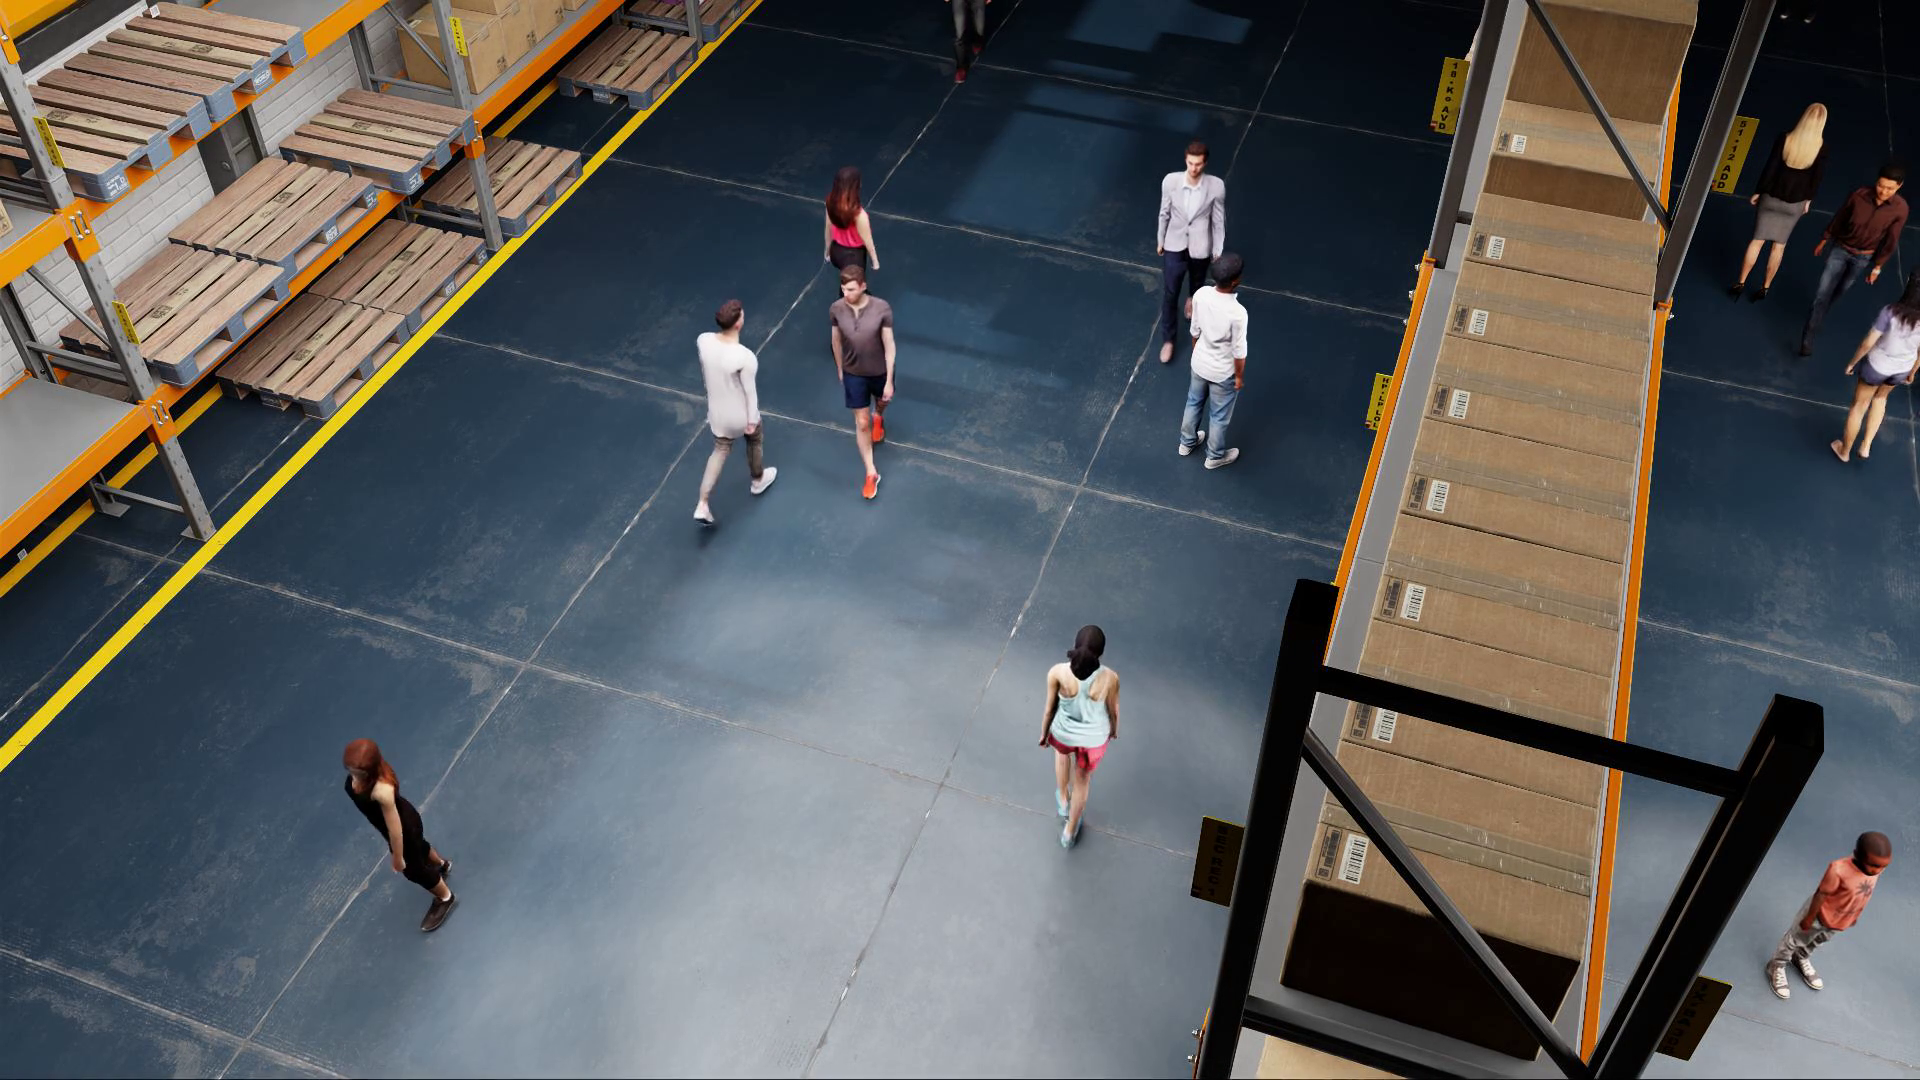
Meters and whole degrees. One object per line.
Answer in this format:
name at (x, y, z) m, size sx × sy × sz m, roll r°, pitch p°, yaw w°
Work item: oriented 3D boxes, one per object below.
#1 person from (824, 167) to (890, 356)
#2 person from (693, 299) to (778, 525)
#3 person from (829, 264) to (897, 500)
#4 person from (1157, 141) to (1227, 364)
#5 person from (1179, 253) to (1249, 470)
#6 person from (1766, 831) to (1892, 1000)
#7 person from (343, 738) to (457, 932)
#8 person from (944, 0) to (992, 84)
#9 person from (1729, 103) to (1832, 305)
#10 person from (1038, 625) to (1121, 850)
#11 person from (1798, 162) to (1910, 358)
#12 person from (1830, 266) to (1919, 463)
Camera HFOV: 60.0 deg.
person at (-0.939, -2.192, 13.274) m, size 1.082 × 1.626 × 0.868 m, roll -34°, pitch 53°, yaw -30°
person at (-1.655, -0.877, 11.762) m, size 0.770 × 1.807 × 1.162 m, roll 19°, pitch 47°, yaw 19°
person at (-0.650, -1.291, 12.198) m, size 0.905 × 1.803 × 1.272 m, roll 1°, pitch 44°, yaw 1°
person at (1.861, -2.410, 13.363) m, size 0.774 × 1.817 × 1.192 m, roll 8°, pitch 44°, yaw 9°
person at (1.873, -1.317, 12.217) m, size 0.730 × 1.816 × 0.728 m, roll -34°, pitch 53°, yaw -30°
person at (4.758, 2.006, 9.095) m, size 0.569 × 1.311 × 0.605 m, roll -9°, pitch 44°, yaw -9°
person at (-3.106, 1.560, 9.289) m, size 0.872 × 1.688 × 0.863 m, roll -16°, pitch 46°, yaw -16°
person at (0.086, -5.522, 16.647) m, size 0.812 × 1.794 × 0.987 m, roll 3°, pitch 44°, yaw 4°
person at (6.770, -2.762, 13.714) m, size 0.601 × 1.843 × 0.532 m, roll 15°, pitch 46°, yaw 15°
person at (0.681, 1.195, 9.631) m, size 0.664 × 1.746 × 0.724 m, roll 7°, pitch 44°, yaw 7°
person at (7.170, -2.326, 13.350) m, size 0.785 × 1.715 × 1.160 m, roll 23°, pitch 48°, yaw 22°
person at (6.801, -1.214, 12.176) m, size 0.675 × 1.723 × 0.659 m, roll 2°, pitch 44°, yaw 2°
